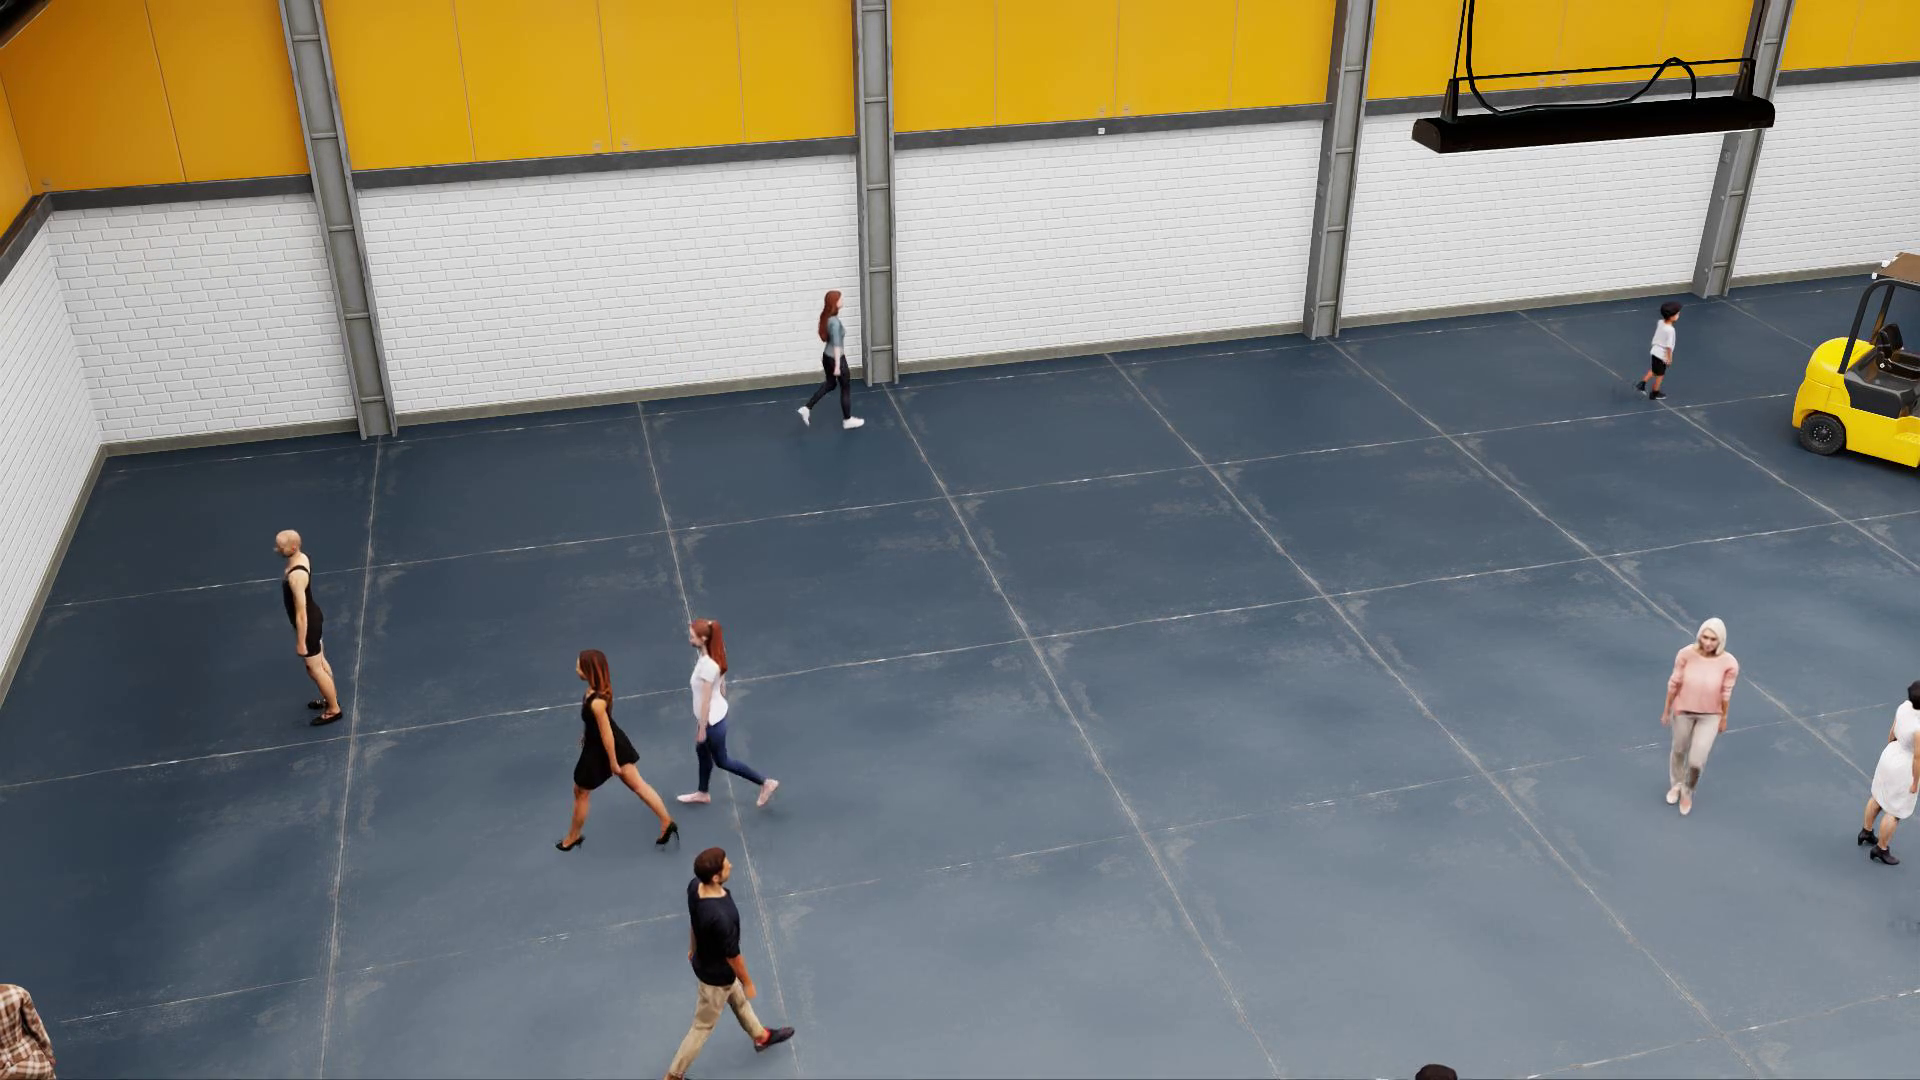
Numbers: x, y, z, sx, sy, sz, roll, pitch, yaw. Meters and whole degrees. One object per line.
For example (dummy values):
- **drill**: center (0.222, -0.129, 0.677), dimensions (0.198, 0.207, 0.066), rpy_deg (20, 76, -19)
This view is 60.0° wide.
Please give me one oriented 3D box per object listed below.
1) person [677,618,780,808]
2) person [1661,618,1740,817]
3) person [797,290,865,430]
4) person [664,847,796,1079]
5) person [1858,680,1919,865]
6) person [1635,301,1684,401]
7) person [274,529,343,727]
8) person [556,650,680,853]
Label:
- **person**: center (-1.797, 1.384, 12.814), dimensions (1.109, 1.712, 0.764), rpy_deg (0, 29, 0)
- **person**: center (5.753, 1.306, 12.956), dimensions (0.771, 1.712, 0.829), rpy_deg (16, 33, 27)
- **person**: center (-1.513, -2.031, 19.060), dimensions (1.066, 1.726, 0.691), rpy_deg (-12, 31, -20)
- **person**: center (-1.596, 2.706, 10.286), dimensions (1.247, 1.812, 0.847), rpy_deg (-14, 32, -24)
- **person**: center (7.012, 1.704, 12.390), dimensions (0.593, 1.556, 0.606), rpy_deg (0, 29, 0)
- **person**: center (8.386, -2.274, 19.997), dimensions (0.636, 1.254, 0.535), rpy_deg (-4, 29, -7)
- **person**: center (-5.476, 0.711, 13.940), dimensions (0.507, 1.814, 0.680), rpy_deg (-5, 29, -9)
- **person**: center (-2.521, 1.601, 12.342), dimensions (1.196, 1.784, 0.716), rpy_deg (-3, 29, -5)
